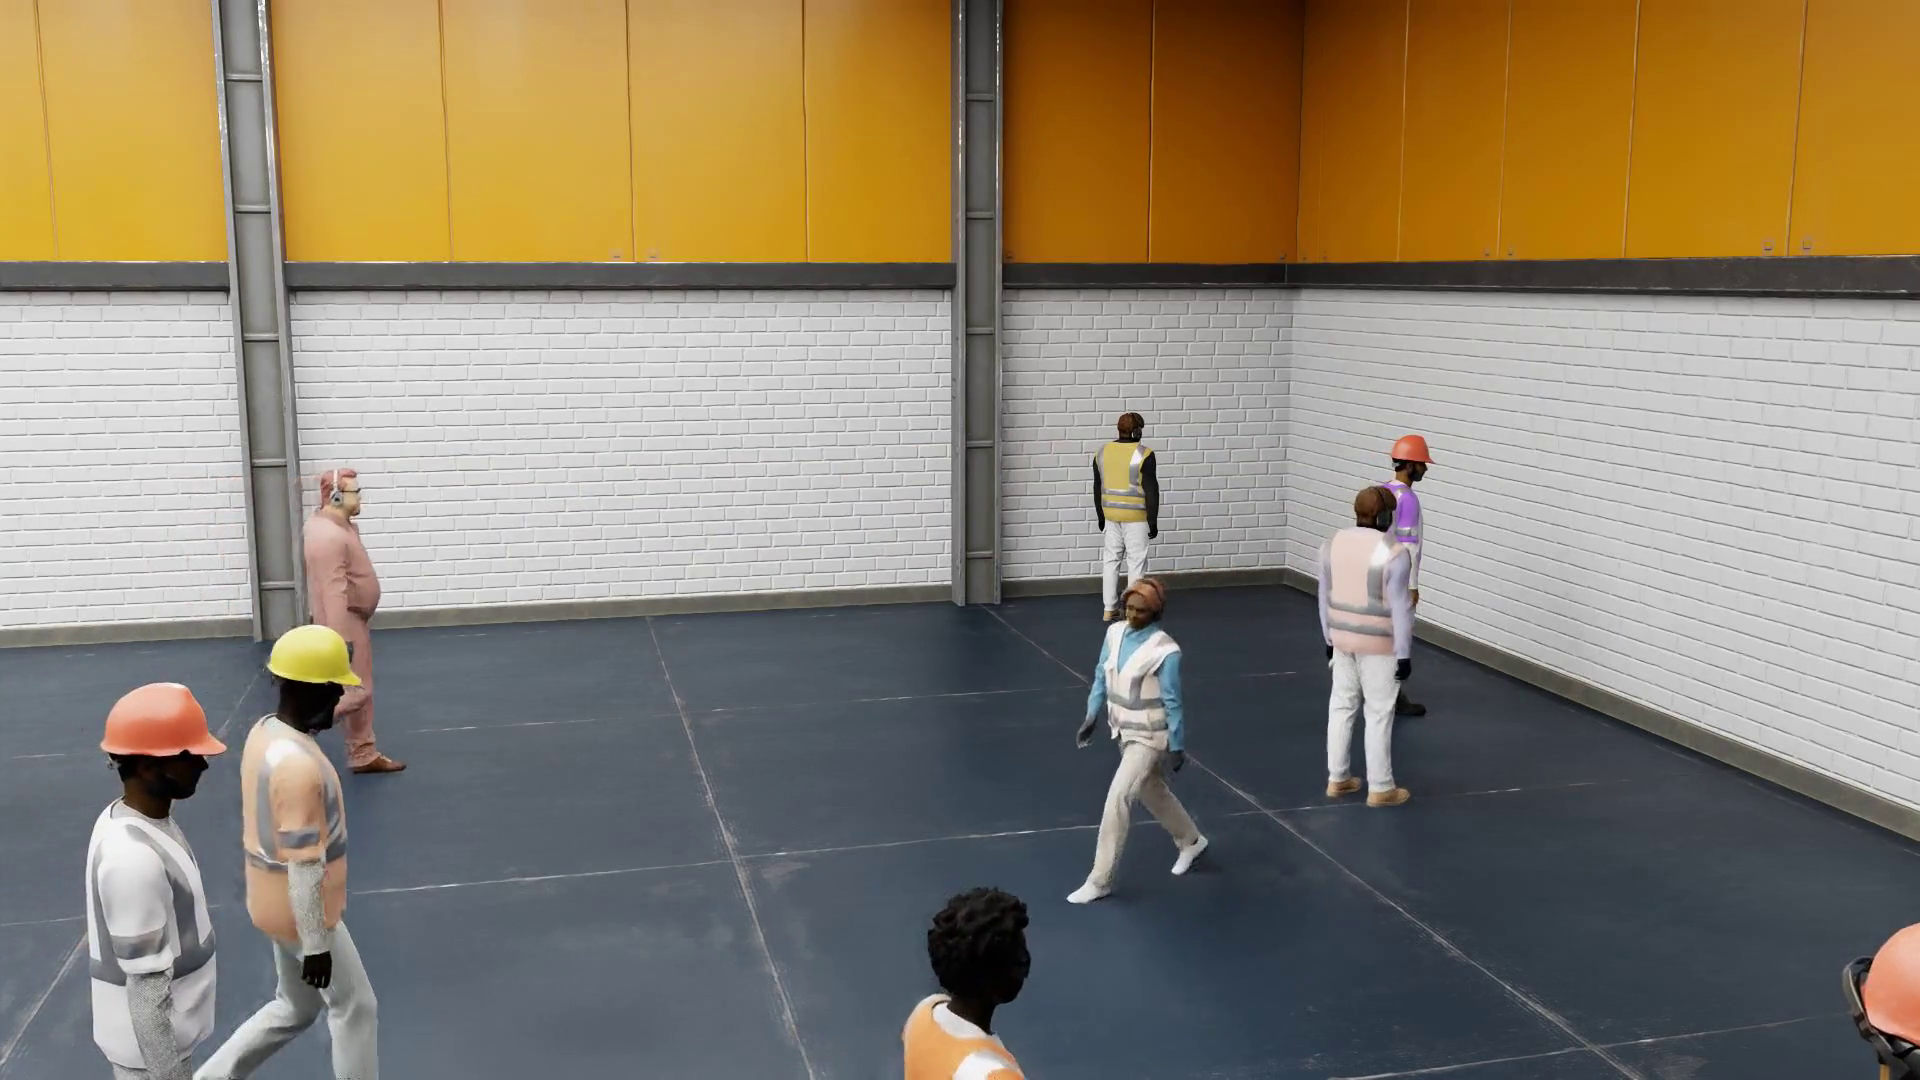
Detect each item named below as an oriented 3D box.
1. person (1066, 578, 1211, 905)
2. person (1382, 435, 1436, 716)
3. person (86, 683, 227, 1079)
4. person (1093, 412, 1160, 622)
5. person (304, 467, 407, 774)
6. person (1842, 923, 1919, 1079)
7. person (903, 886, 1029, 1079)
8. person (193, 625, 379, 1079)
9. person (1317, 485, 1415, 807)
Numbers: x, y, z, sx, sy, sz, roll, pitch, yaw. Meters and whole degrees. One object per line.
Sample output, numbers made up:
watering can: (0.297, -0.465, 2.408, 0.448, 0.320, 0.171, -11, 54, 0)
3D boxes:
person: (0.919, 0.946, 8.119, 0.853, 1.592, 0.528, -4, 10, -26)
person: (3.057, 0.237, 11.491, 0.377, 1.932, 0.552, -1, 9, -7)
person: (-2.179, 1.342, 4.596, 0.377, 1.932, 0.552, -4, 10, -26)
person: (1.464, -0.191, 14.458, 0.633, 1.841, 0.429, 7, 12, 38)
person: (-3.711, 0.509, 9.917, 0.621, 1.892, 0.659, -2, 9, -15)
person: (1.540, 1.591, 2.733, 0.608, 2.034, 0.395, -8, 12, -41)
person: (0.040, 1.597, 3.756, 0.368, 1.682, 0.554, -4, 10, -22)
person: (-2.251, 1.214, 5.554, 0.813, 1.888, 0.591, -5, 10, -30)
person: (2.343, 0.600, 9.523, 0.429, 1.840, 0.632, -7, 11, -37)
